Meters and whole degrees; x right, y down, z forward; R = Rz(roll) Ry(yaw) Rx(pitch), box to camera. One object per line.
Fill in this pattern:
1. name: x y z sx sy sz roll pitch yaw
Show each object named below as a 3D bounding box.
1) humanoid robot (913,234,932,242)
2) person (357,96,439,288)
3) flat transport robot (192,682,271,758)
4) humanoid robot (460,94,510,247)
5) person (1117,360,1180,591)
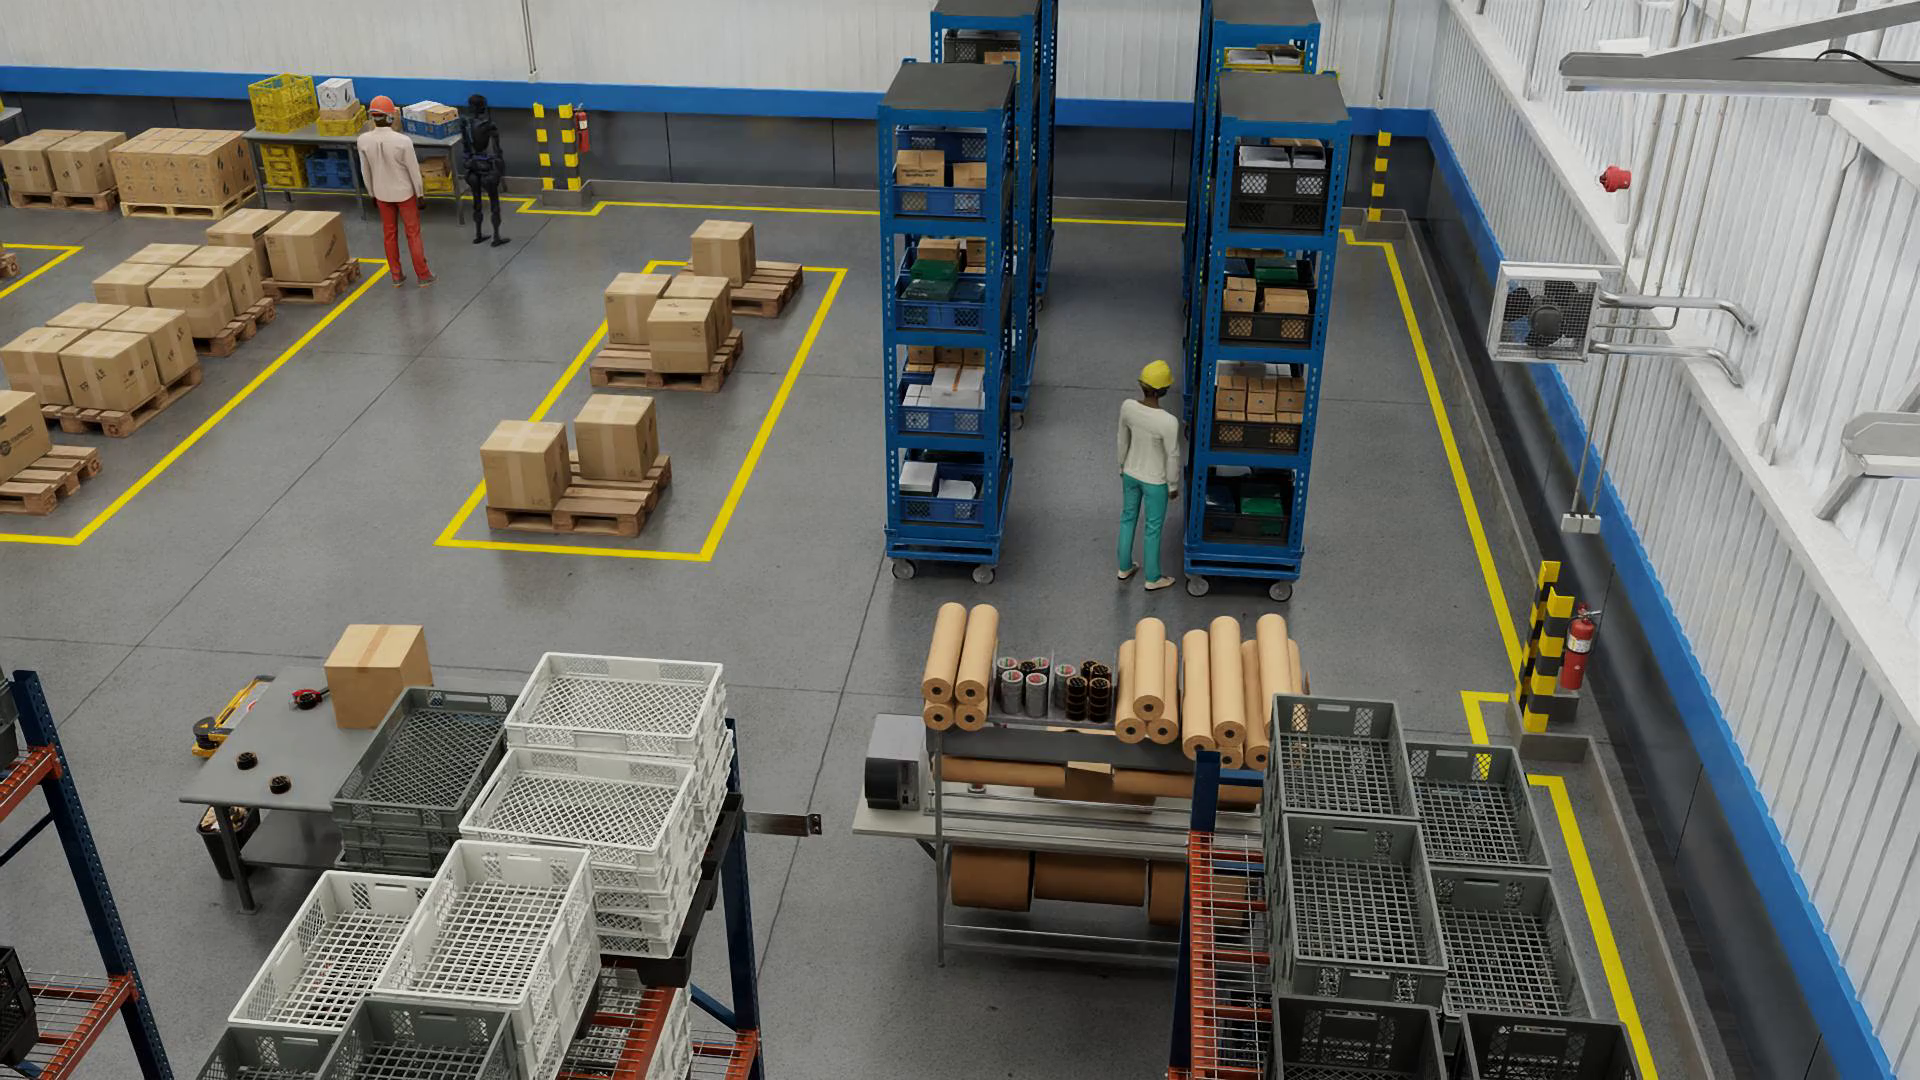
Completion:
1. humanoid robot: -0.379 -3.438 17.232 0.614 1.630 0.768 -9 31 -15
2. person: -5.786 -3.557 17.078 0.608 1.985 0.389 3 30 6
3. flat transport robot: -4.089 1.163 10.648 1.431 0.197 0.652 3 30 6
4. humanoid robot: -5.233 -4.070 18.264 0.581 1.648 0.368 13 33 22
5. person: 1.358 -0.468 11.986 0.322 1.769 0.523 -27 39 -37
